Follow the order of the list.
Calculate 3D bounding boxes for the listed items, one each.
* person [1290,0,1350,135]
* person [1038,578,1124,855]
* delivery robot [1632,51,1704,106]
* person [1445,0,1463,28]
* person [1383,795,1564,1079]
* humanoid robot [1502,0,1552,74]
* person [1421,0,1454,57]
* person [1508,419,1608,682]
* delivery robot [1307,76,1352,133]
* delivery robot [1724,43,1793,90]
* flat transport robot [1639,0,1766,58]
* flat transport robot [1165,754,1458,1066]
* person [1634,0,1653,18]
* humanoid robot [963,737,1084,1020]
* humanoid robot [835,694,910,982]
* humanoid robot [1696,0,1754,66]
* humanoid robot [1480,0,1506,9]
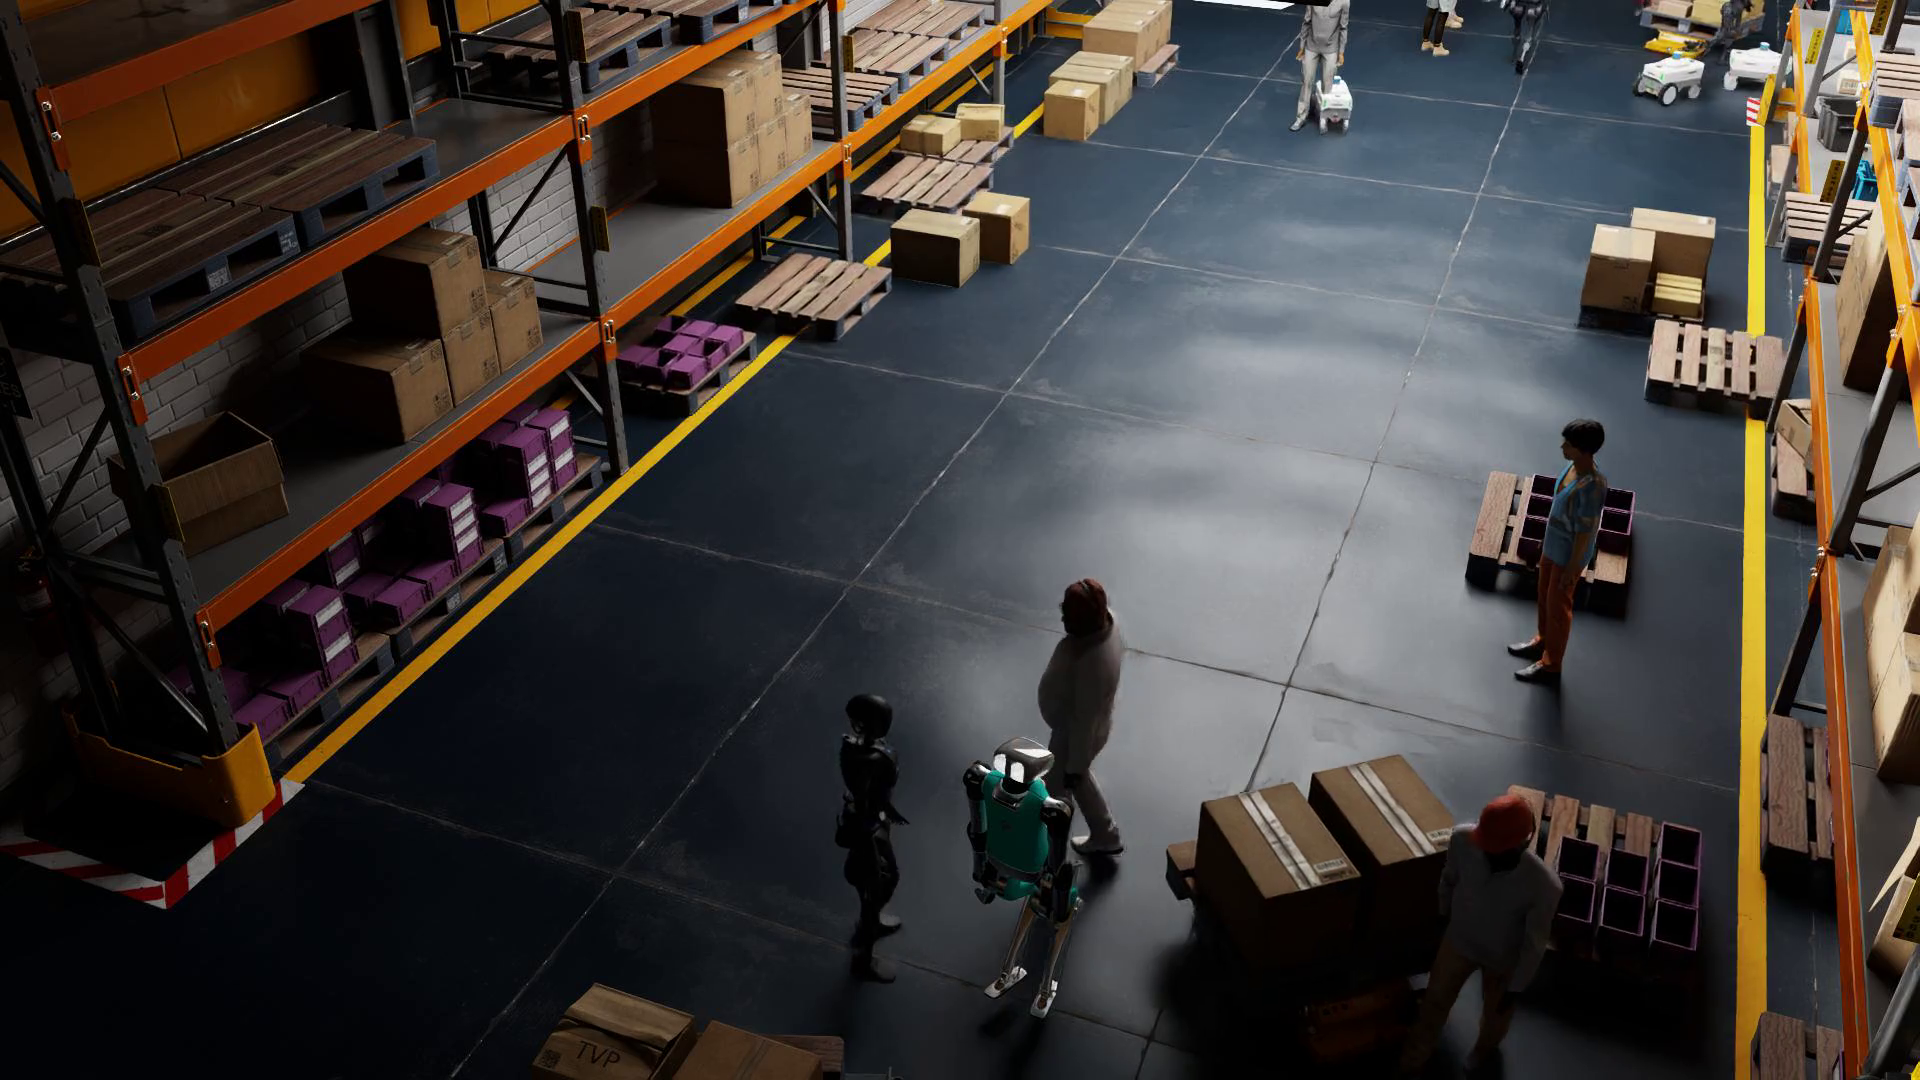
[{"bbox_3d":[4.059,-5.516,18.629,0.534,1.897,0.394,12,35,18],"label":"person"},{"bbox_3d":[0.599,0.960,8.628,0.630,1.875,0.698,5,33,8],"label":"person"},{"bbox_3d":[8.502,-5.531,19.896,0.803,0.603,0.499,-14,35,-21],"label":"delivery robot"},{"bbox_3d":[6.752,-7.795,22.265,0.323,1.775,0.475,12,35,18],"label":"person"},{"bbox_3d":[2.328,1.820,7.438,0.670,1.723,0.579,-28,42,-36],"label":"person"},{"bbox_3d":[7.027,-6.670,20.645,0.589,1.635,0.705,16,36,23],"label":"humanoid robot"},{"bbox_3d":[6.156,-7.038,21.174,0.319,1.693,0.531,-13,35,-19],"label":"person"},{"bbox_3d":[3.663,0.060,10.128,0.339,1.759,0.502,1,33,1],"label":"person"},{"bbox_3d":[4.287,-5.031,19.132,0.499,0.613,0.807,2,33,3],"label":"delivery robot"},{"bbox_3d":[9.718,-5.725,20.188,0.789,0.593,0.499,12,35,18],"label":"delivery robot"},{"bbox_3d":[9.657,-6.607,21.817,1.431,0.231,0.659,-27,41,-35],"label":"flat transport robot"},{"bbox_3d":[1.784,2.007,8.485,0.659,0.231,1.431,-10,34,-15],"label":"flat transport robot"},{"bbox_3d":[9.317,-7.799,22.297,0.557,1.738,0.457,18,37,25],"label":"person"},{"bbox_3d":[0.385,1.503,7.790,0.533,1.677,0.735,20,38,28],"label":"humanoid robot"},{"bbox_3d":[-0.426,1.429,8.078,0.315,1.649,0.603,4,33,6],"label":"humanoid robot"},{"bbox_3d":[9.633,-6.722,20.706,0.610,1.644,0.495,-28,42,-36],"label":"humanoid robot"},{"bbox_3d":[7.638,-8.274,23.050,0.575,1.758,0.822,16,36,23],"label":"humanoid robot"}]
